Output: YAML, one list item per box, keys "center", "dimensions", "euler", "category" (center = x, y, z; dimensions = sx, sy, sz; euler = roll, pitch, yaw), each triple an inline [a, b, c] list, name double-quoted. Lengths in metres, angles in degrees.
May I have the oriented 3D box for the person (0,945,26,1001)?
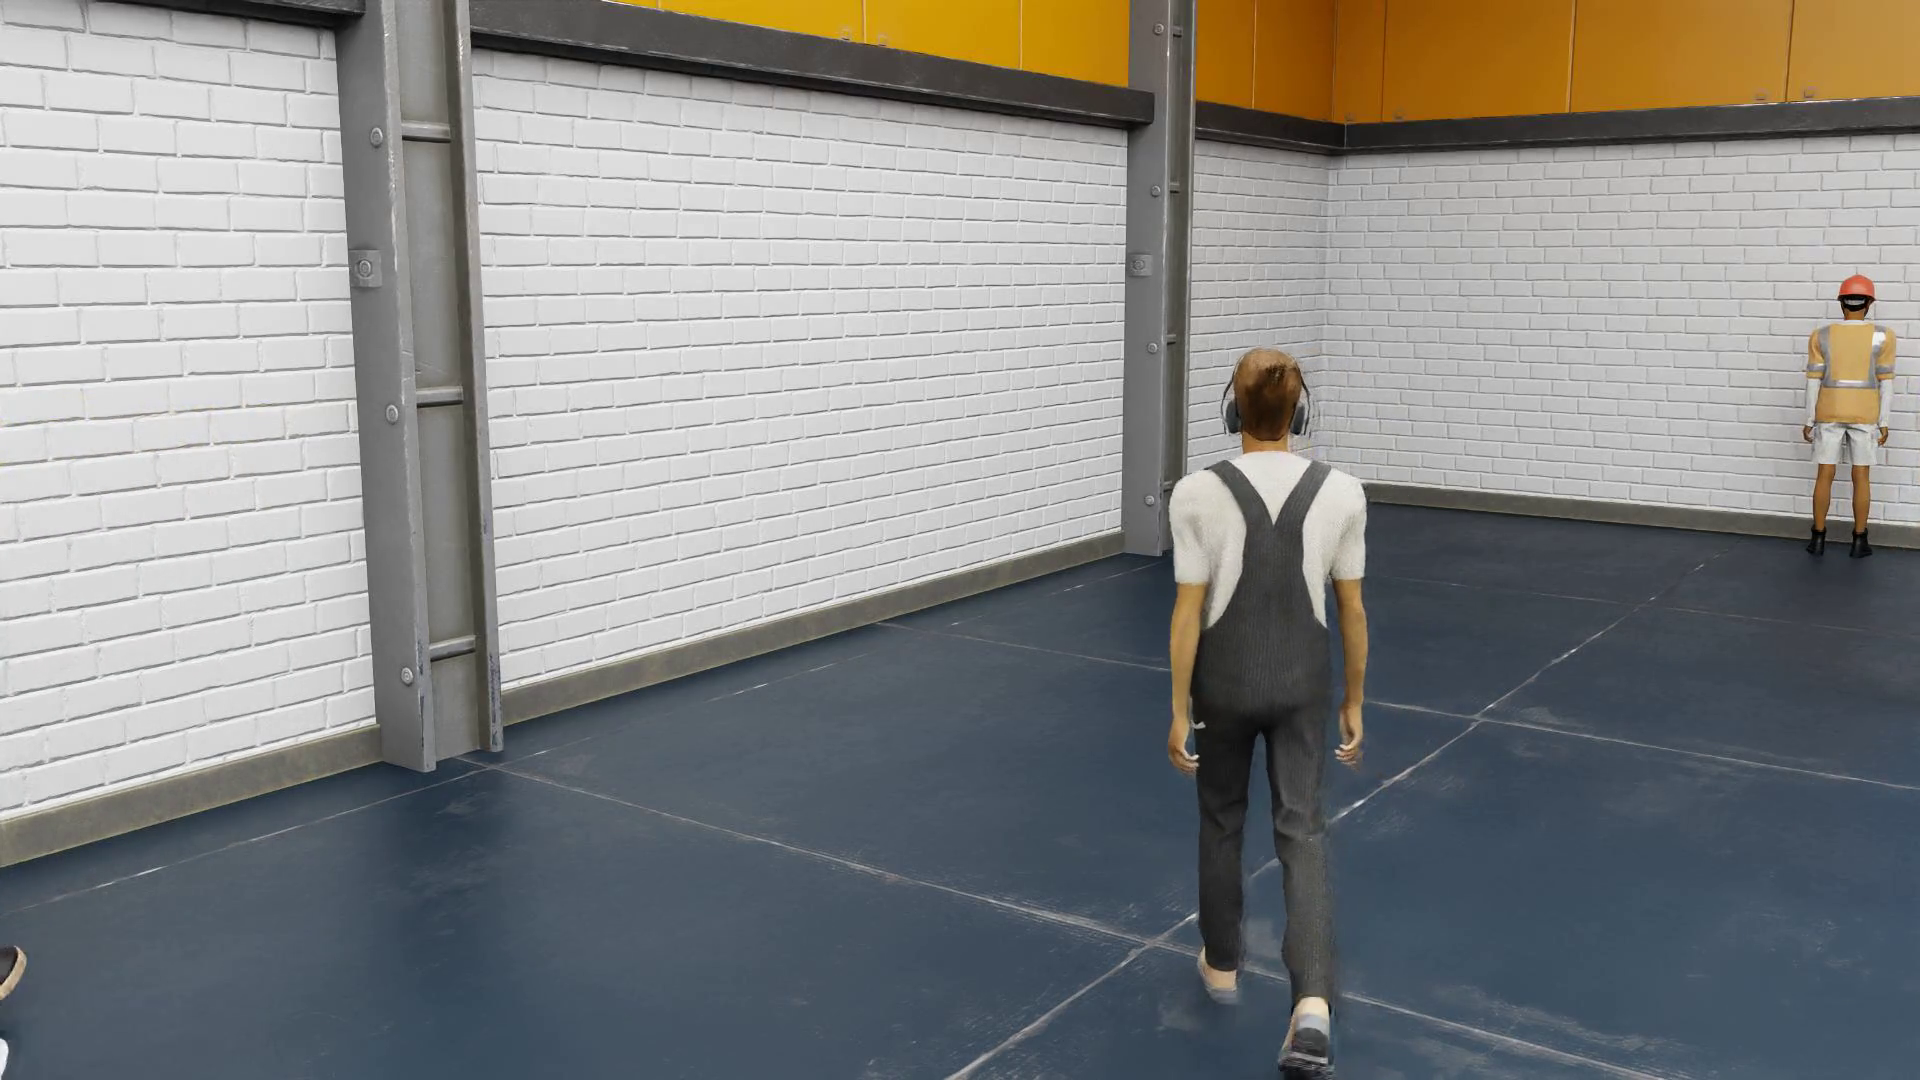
- center: [-2.897, 0.404, 4.008]
  dimensions: [0.628, 1.910, 0.990]
  euler: [5, 11, 29]
  category: "person"

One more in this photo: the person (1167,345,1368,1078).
- center: [0.790, 0.416, 4.252]
  dimensions: [0.518, 1.820, 0.875]
  euler: [0, 10, 0]
  category: "person"

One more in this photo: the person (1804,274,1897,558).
- center: [6.079, -0.844, 11.399]
  dimensions: [0.542, 1.929, 0.369]
  euler: [6, 11, 30]
  category: "person"
